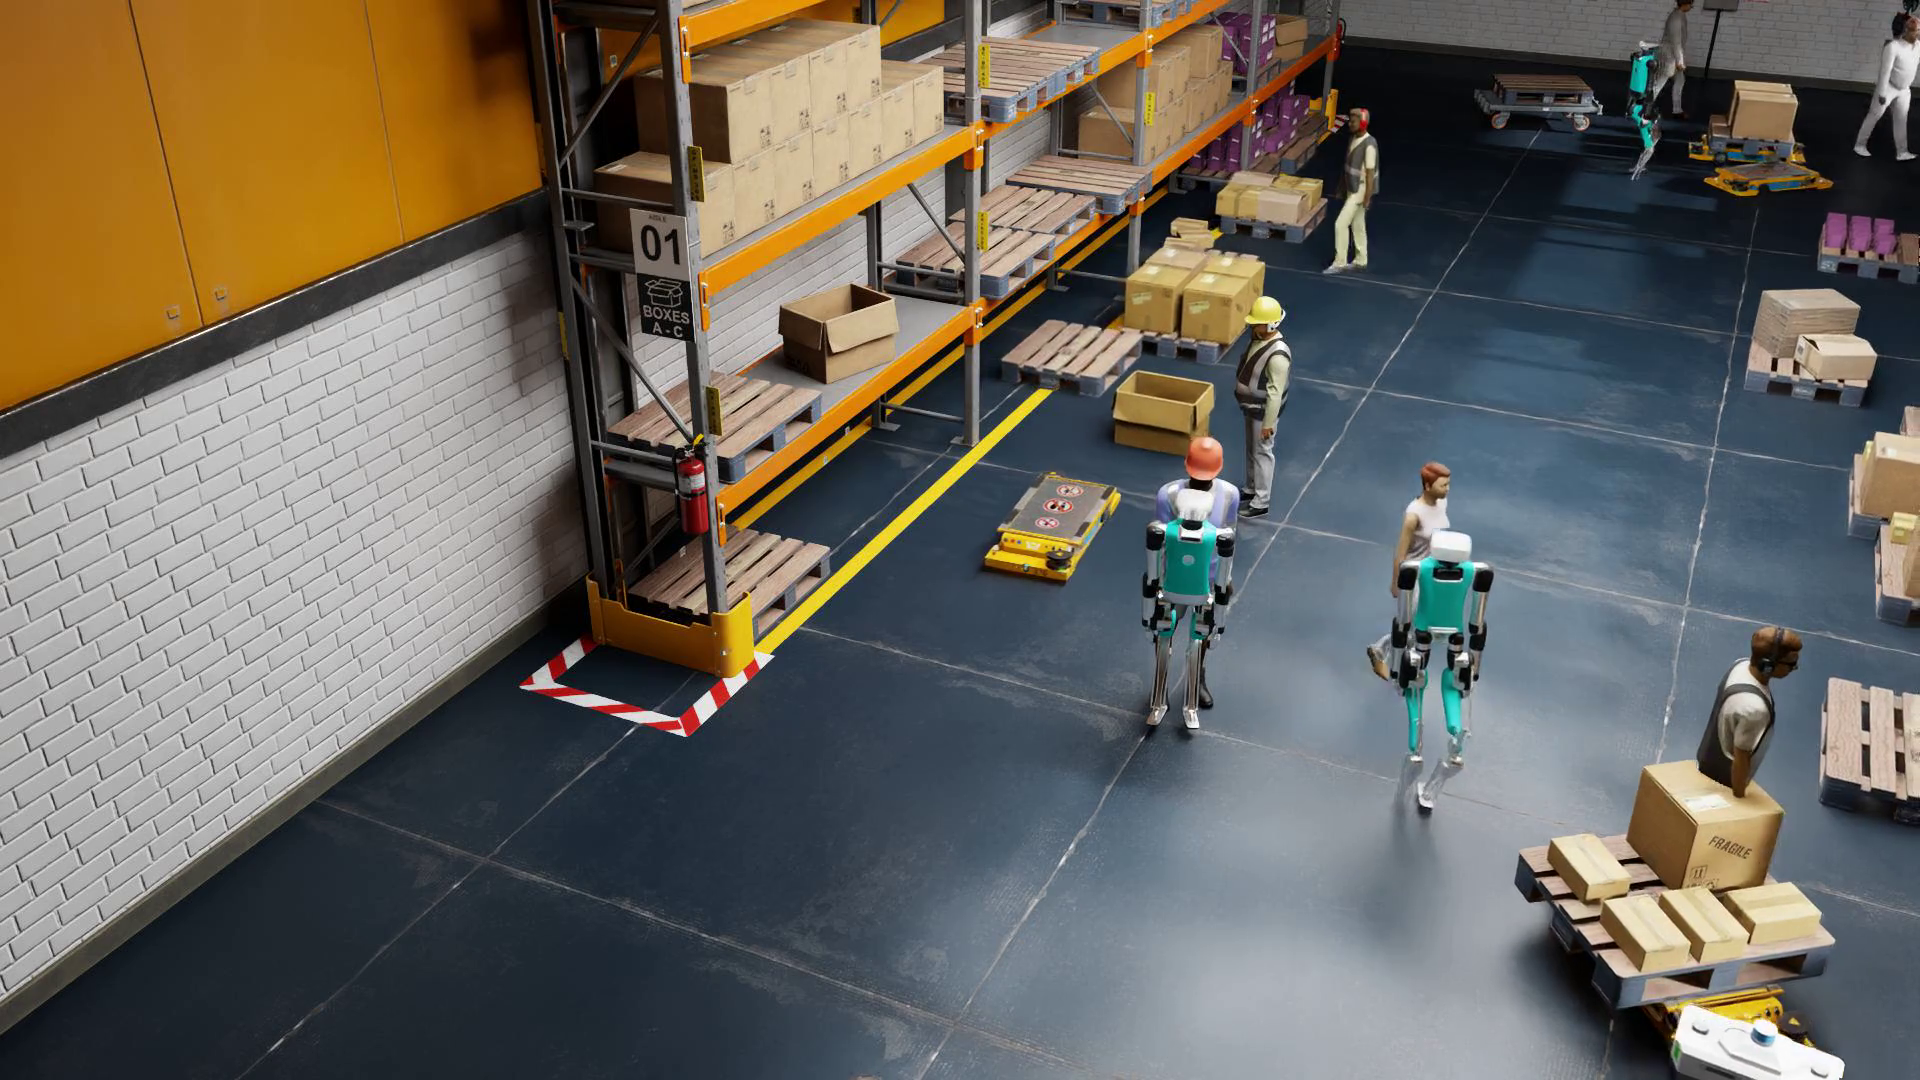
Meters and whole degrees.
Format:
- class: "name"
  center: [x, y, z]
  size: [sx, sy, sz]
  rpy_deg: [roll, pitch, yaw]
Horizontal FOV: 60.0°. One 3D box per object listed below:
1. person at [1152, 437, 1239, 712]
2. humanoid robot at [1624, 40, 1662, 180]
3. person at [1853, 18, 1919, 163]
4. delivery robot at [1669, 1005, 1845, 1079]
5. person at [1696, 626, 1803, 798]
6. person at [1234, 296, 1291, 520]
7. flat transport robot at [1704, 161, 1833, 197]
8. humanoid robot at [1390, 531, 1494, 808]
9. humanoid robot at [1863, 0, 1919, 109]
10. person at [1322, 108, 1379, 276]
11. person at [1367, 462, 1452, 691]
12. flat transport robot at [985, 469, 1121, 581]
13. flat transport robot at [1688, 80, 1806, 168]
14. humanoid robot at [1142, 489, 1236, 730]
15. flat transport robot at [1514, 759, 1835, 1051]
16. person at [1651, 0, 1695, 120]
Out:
- class: "person"
  center: [1.486, 0.219, 10.575]
  size: [0.542, 1.930, 0.371]
  rpy_deg: [-4, 29, -7]
- class: "humanoid robot"
  center: [8.921, -5.499, 21.455]
  size: [0.746, 1.858, 0.539]
  rpy_deg: [-4, 29, -8]
- class: "person"
  center: [12.494, -5.977, 22.137]
  size: [0.652, 1.861, 0.931]
  rpy_deg: [-8, 29, -15]
- class: "delivery robot"
  center: [3.706, 2.499, 7.786]
  size: [0.777, 0.587, 0.499]
  rpy_deg: [16, 32, 27]
- class: "person"
  center: [4.076, 1.244, 8.778]
  size: [0.358, 1.835, 0.513]
  rpy_deg: [7, 29, 13]
- class: "person"
  center: [2.348, -1.043, 13.029]
  size: [0.403, 1.825, 0.589]
  rpy_deg: [-3, 28, -5]
- class: "flat transport robot"
  center: [10.359, -4.624, 21.302]
  size: [1.431, 0.231, 0.659]
  rpy_deg: [-8, 29, -14]
- class: "humanoid robot"
  center: [2.752, 0.892, 9.598]
  size: [0.547, 1.855, 0.705]
  rpy_deg: [3, 28, 5]
- class: "humanoid robot"
  center: [13.752, -7.180, 24.559]
  size: [0.386, 1.642, 0.591]
  rpy_deg: [15, 32, 25]
- class: "person"
  center: [4.239, -3.787, 18.114]
  size: [0.710, 1.818, 0.588]
  rpy_deg: [-3, 28, -5]
- class: "person"
  center: [3.013, 0.243, 10.823]
  size: [0.386, 1.645, 0.449]
  rpy_deg: [25, 37, 38]
- class: "flat transport robot"
  center: [0.745, -0.132, 12.972]
  size: [0.659, 0.231, 1.431]
  rpy_deg: [10, 30, 19]
- class: "flat transport robot"
  center: [10.620, -5.247, 22.457]
  size: [1.431, 0.231, 0.659]
  rpy_deg: [10, 30, 18]
- class: "humanoid robot"
  center: [1.405, 0.378, 10.345]
  size: [0.533, 1.672, 0.735]
  rpy_deg: [5, 29, 9]
- class: "flat transport robot"
  center: [3.718, 2.173, 8.698]
  size: [0.659, 0.231, 1.431]
  rpy_deg: [-6, 29, -10]
- class: "person"
  center: [10.380, -6.951, 23.998]
  size: [0.823, 1.797, 0.541]
  rpy_deg: [13, 31, 23]
